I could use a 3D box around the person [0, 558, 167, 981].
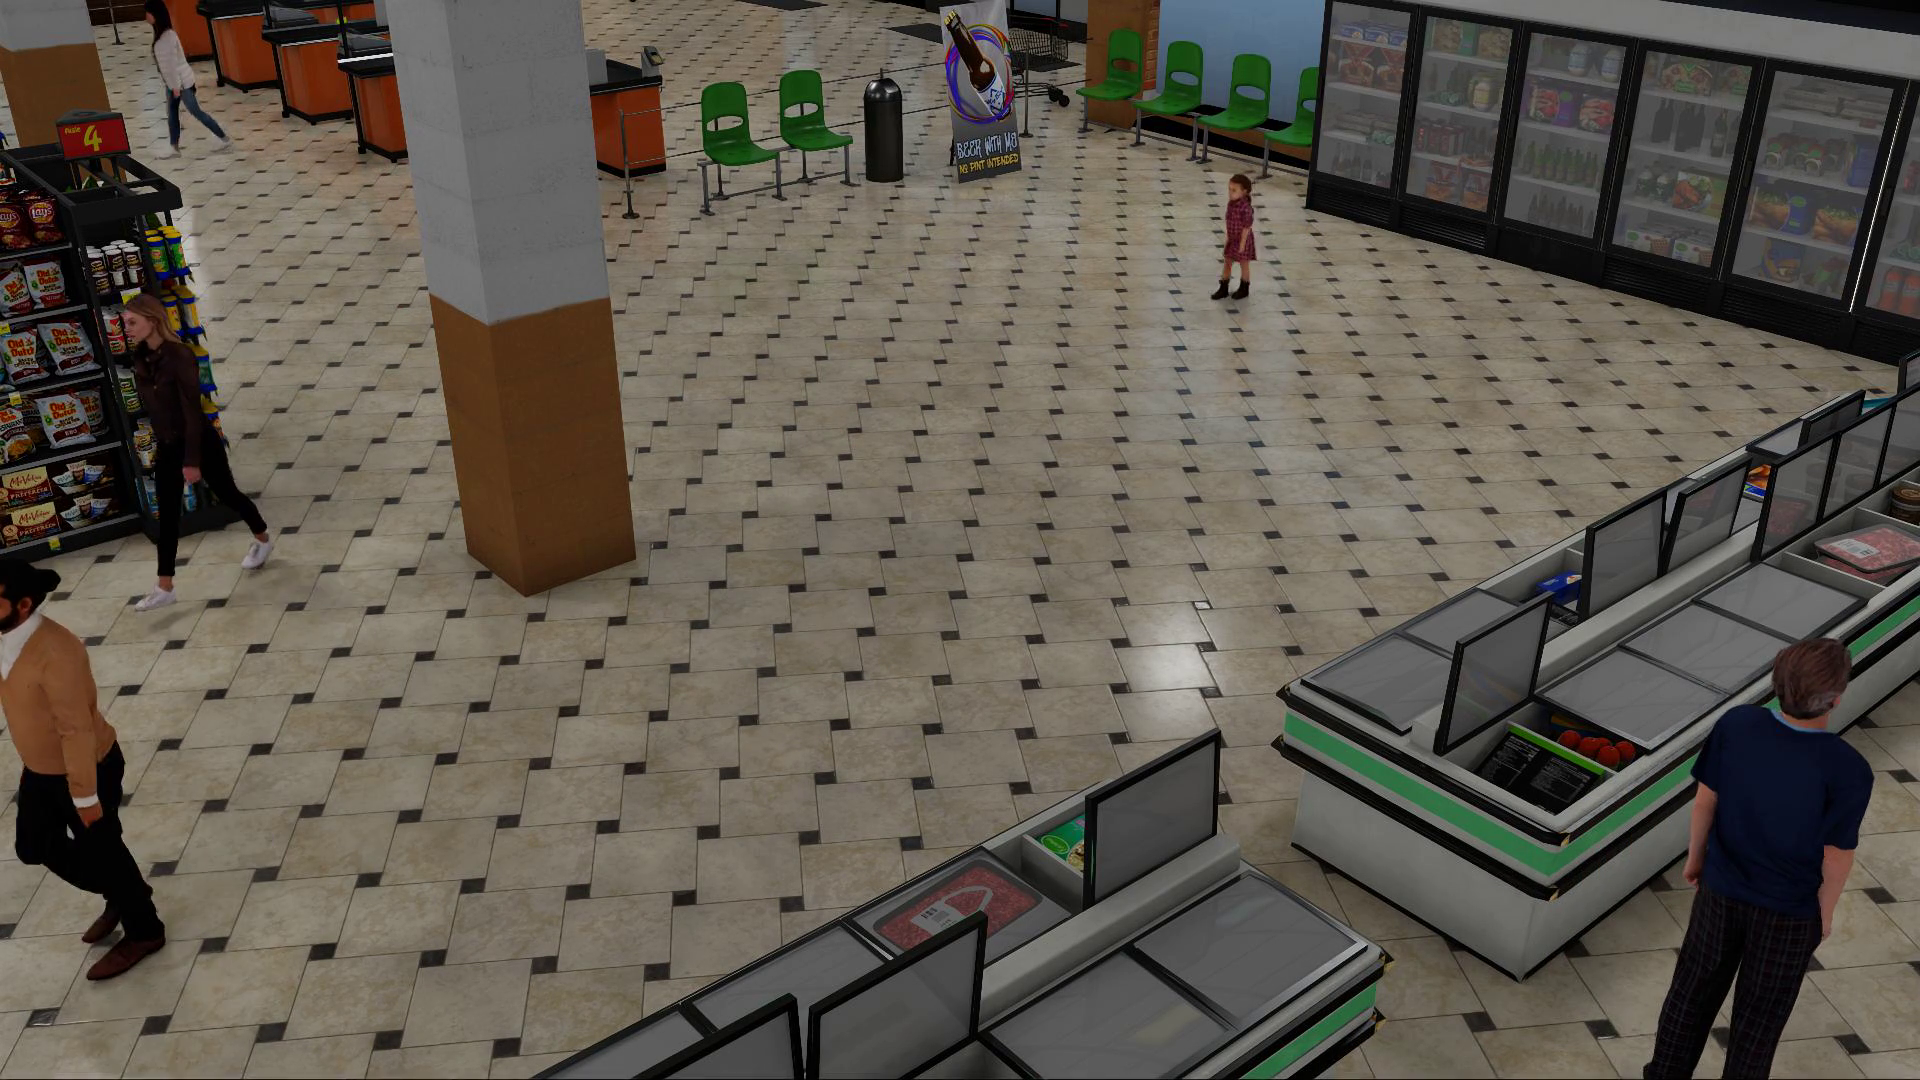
[{"bbox_3d":[-3.202,0.810,6.132,0.730,1.741,0.711,18,32,32],"label":"person"}]

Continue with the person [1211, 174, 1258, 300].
[{"bbox_3d":[2.282,-2.429,13.327,0.552,1.009,0.430,-21,34,-36],"label":"person"}]

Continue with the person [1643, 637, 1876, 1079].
[{"bbox_3d":[2.562,1.138,5.339,0.537,1.872,0.653,-21,33,-35],"label":"person"}]

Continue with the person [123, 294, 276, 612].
[{"bbox_3d":[-4.010,-0.500,8.821,0.988,1.645,1.237,11,29,20],"label":"person"}]

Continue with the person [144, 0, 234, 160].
[{"bbox_3d":[-8.065,-4.790,17.324,0.997,1.606,0.639,-18,32,-31],"label":"person"}]
